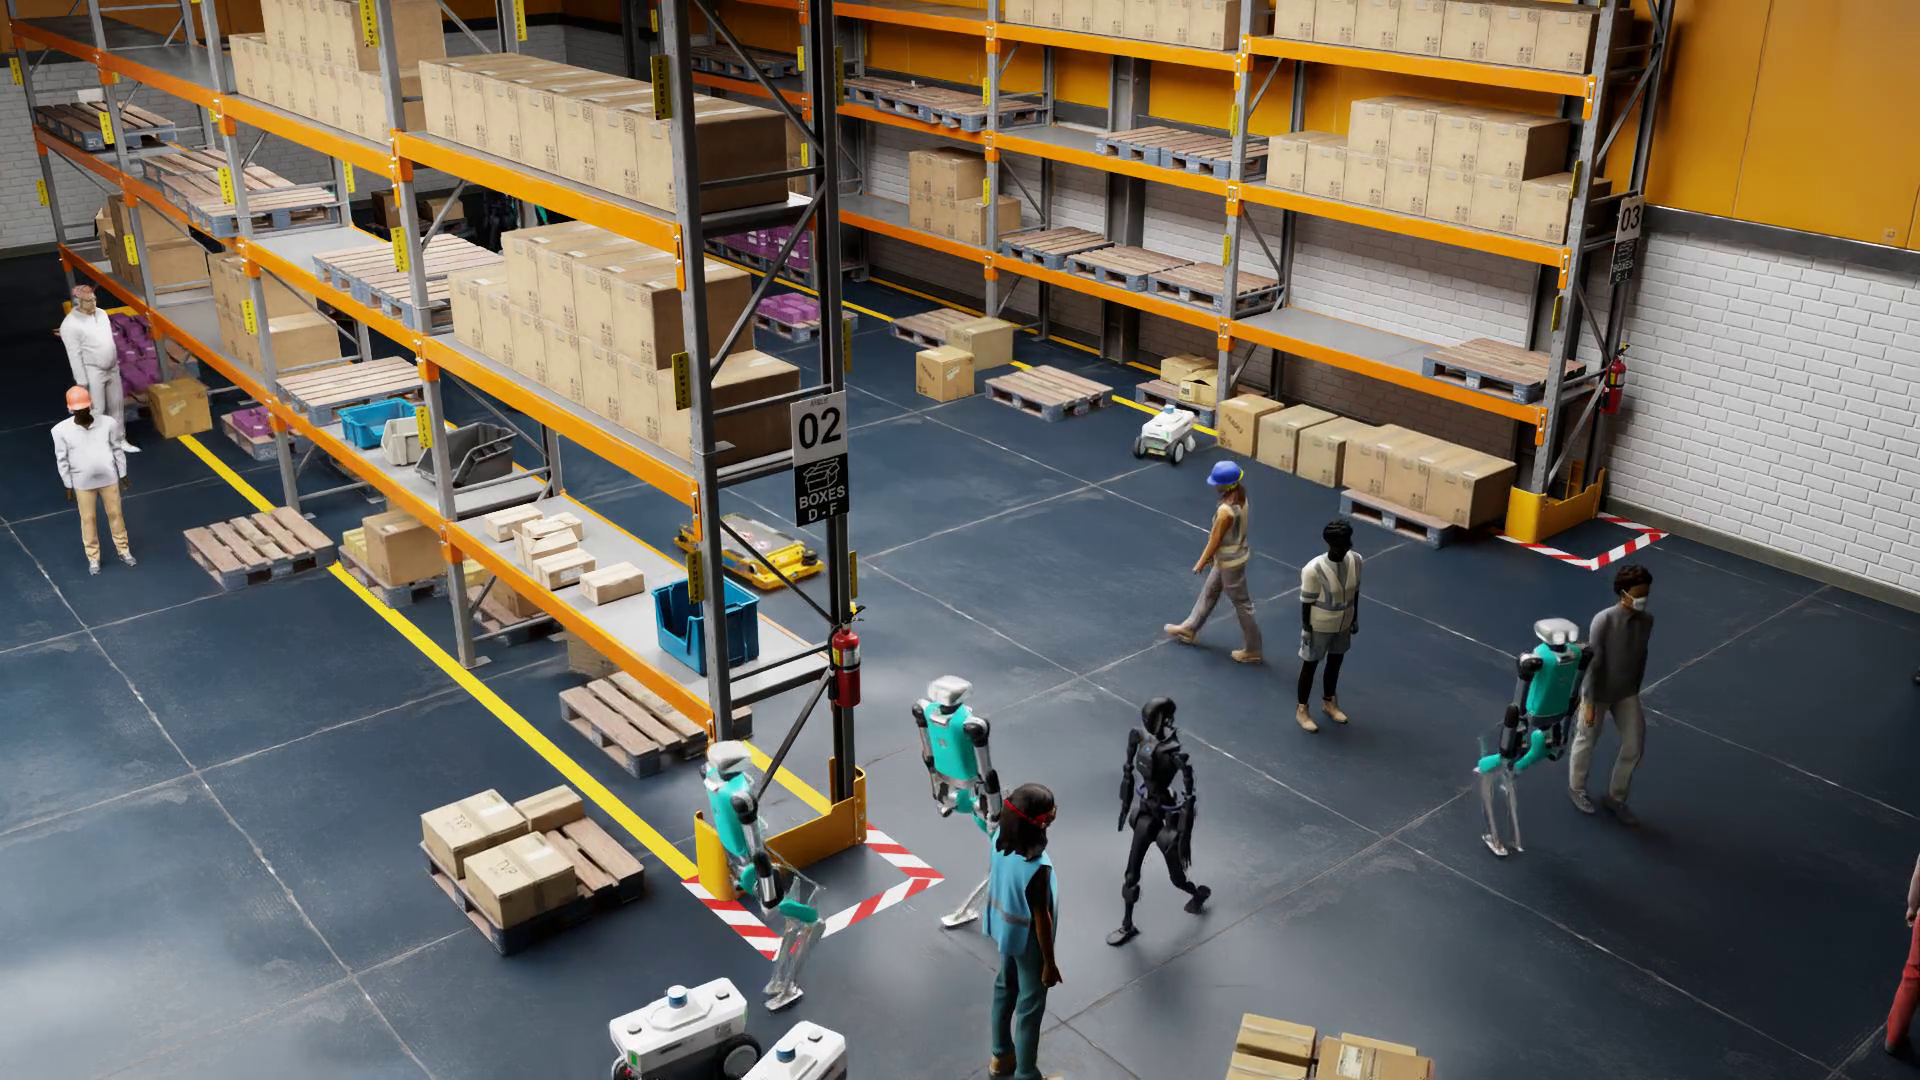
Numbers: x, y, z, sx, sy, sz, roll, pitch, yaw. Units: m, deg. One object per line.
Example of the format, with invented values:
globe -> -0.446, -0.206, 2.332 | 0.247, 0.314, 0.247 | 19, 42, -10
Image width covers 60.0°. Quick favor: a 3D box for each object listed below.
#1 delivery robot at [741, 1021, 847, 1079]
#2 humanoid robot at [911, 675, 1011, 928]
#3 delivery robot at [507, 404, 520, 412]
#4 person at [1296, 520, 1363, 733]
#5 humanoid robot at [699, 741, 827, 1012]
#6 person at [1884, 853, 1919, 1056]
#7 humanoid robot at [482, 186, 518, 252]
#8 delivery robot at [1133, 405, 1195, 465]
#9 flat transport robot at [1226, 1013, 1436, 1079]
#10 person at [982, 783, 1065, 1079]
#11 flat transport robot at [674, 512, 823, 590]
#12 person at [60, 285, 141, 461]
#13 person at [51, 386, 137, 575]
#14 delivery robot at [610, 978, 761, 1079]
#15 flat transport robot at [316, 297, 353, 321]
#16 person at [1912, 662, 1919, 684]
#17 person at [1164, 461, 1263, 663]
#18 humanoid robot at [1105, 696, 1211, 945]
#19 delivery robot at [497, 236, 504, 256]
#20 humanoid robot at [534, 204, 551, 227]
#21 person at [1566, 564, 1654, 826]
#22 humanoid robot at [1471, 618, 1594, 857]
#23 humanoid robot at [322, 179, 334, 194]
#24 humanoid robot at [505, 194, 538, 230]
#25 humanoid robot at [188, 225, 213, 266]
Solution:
delivery robot -> -0.893, 2.856, 8.655 | 0.499, 0.583, 0.758 | 13, 27, 27
humanoid robot -> 0.173, 1.513, 10.304 | 0.547, 1.737, 0.954 | 17, 29, 34
delivery robot -> -4.884, -1.756, 19.355 | 0.789, 0.598, 0.499 | 14, 27, 30
person -> 2.749, 0.624, 12.406 | 0.532, 1.691, 0.319 | -11, 26, -25
humanoid robot -> -1.046, 1.879, 9.421 | 0.741, 1.764, 0.540 | -14, 27, -29
person -> 5.382, 2.072, 8.981 | 0.369, 1.752, 0.516 | -16, 28, -33
humanoid robot -> -7.044, -4.996, 25.449 | 0.613, 1.644, 0.469 | -16, 28, -32
delivery robot -> 2.242, -1.160, 17.955 | 0.516, 0.583, 0.754 | 13, 27, 28
flat transport robot -> 1.699, 3.131, 8.393 | 1.431, 0.231, 0.659 | 8, 25, 17
person -> 0.331, 2.109, 8.744 | 0.372, 1.865, 0.540 | -12, 26, -26
flat transport robot -> -1.979, 0.084, 15.449 | 0.659, 0.231, 1.431 | -21, 31, -39
person -> -9.162, -1.780, 17.710 | 0.405, 1.904, 0.662 | 4, 24, 10
person -> -7.828, -0.562, 15.069 | 0.563, 1.752, 0.337 | -16, 28, -33
delivery robot -> -1.491, 2.696, 9.065 | 0.791, 0.614, 0.499 | -15, 27, -30
flat transport robot -> -8.079, -3.158, 22.957 | 1.431, 0.231, 0.659 | 4, 24, 10
person -> 7.810, 0.267, 12.942 | 0.547, 1.925, 0.387 | 13, 27, 28
person -> 2.088, 0.158, 13.435 | 0.935, 1.719, 0.476 | 9, 25, 20
humanoid robot -> 1.244, 1.668, 10.084 | 0.768, 1.649, 0.608 | -18, 29, -36
delivery robot -> -6.793, -4.538, 25.816 | 0.791, 0.614, 0.499 | 11, 25, 23
humanoid robot -> -6.766, -5.480, 26.550 | 0.554, 1.852, 0.669 | 4, 24, 10
person -> 4.403, 1.053, 11.167 | 0.532, 1.880, 0.657 | -5, 24, -11
humanoid robot -> 3.652, 1.253, 10.876 | 0.530, 1.781, 0.665 | -9, 25, -20
humanoid robot -> -8.563, -4.187, 23.513 | 0.705, 1.800, 0.543 | 2, 23, 4
humanoid robot -> -6.914, -5.399, 26.328 | 0.532, 1.790, 0.807 | -11, 26, -25
humanoid robot -> -11.694, -4.965, 25.382 | 0.603, 1.642, 0.612 | 14, 27, 29
